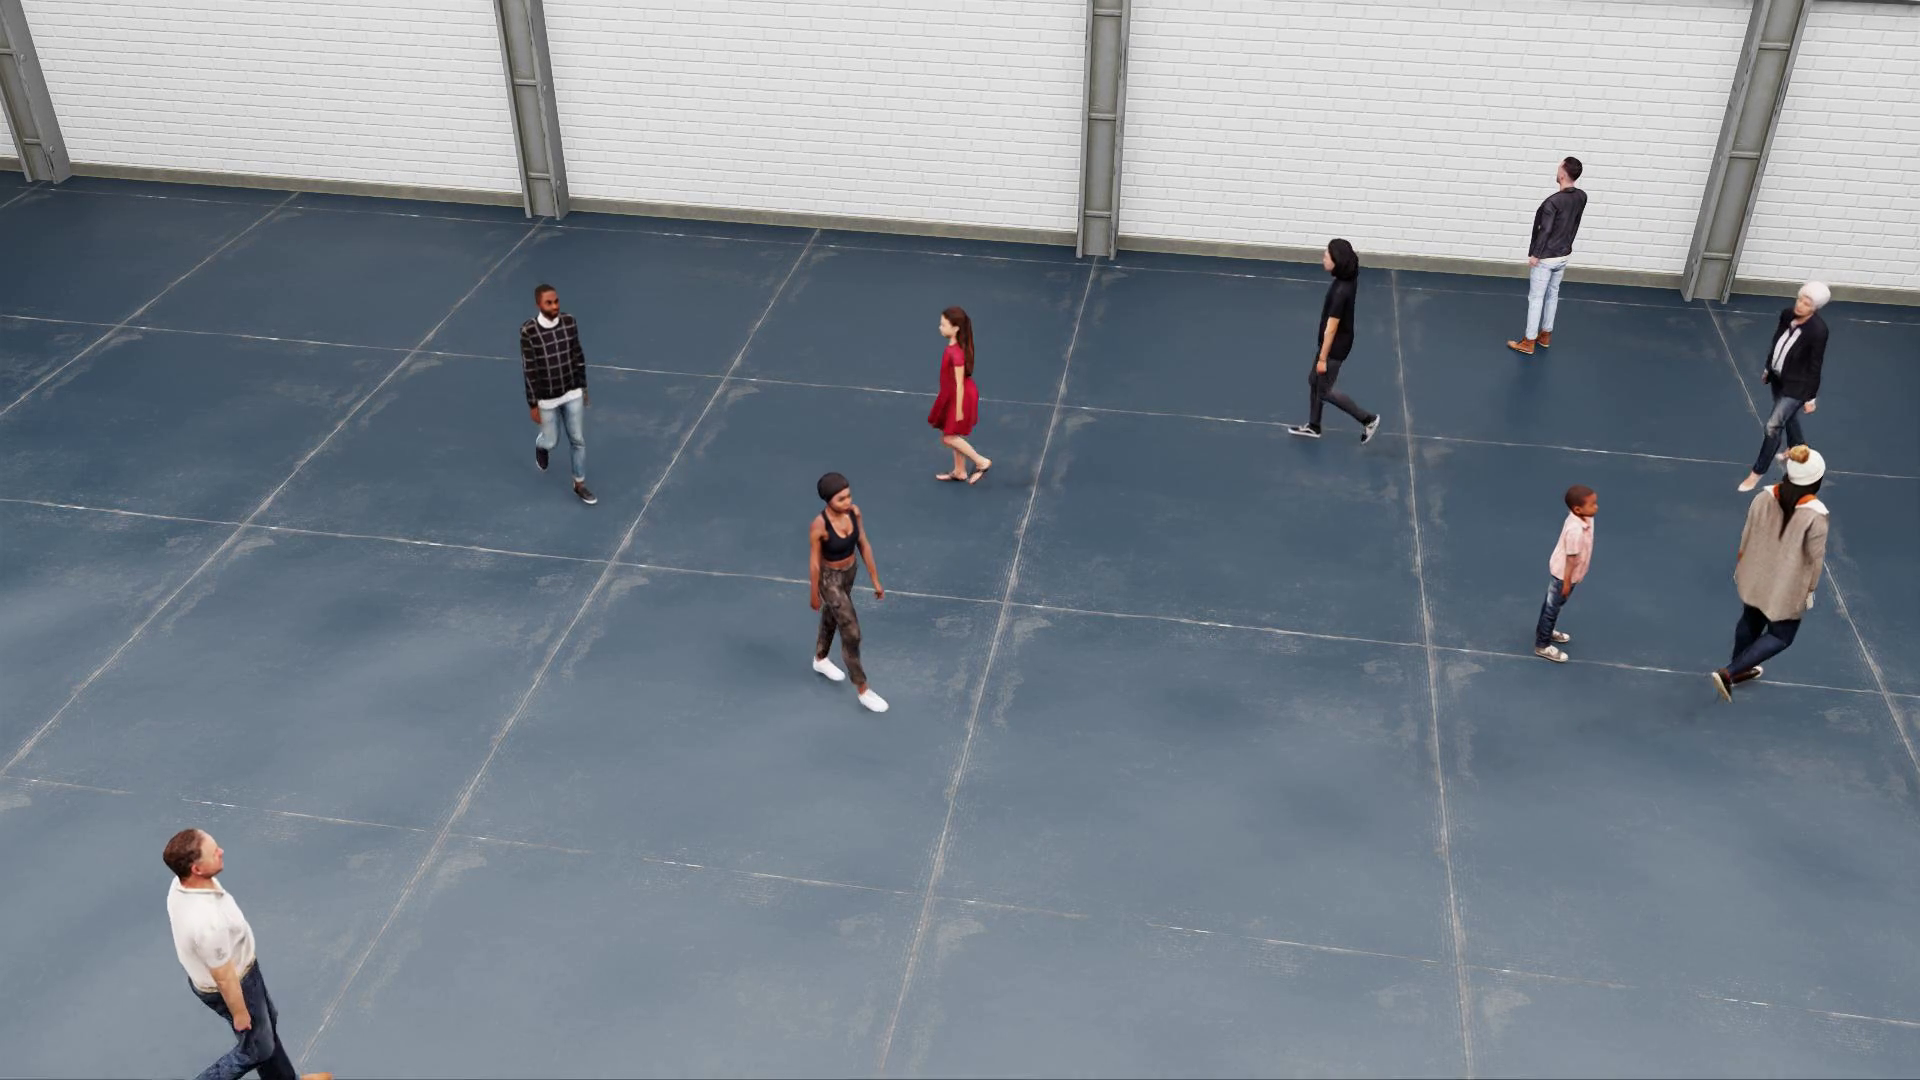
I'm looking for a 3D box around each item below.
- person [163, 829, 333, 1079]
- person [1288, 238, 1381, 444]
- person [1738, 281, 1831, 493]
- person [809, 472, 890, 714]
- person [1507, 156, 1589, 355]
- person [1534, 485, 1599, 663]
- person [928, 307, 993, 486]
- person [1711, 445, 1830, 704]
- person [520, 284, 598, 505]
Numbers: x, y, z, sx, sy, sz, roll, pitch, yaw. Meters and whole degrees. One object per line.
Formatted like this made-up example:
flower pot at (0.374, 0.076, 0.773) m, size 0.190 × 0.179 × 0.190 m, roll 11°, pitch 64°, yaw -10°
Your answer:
person at (-3.572, 2.135, 7.899) m, size 1.119 × 1.834 × 1.023 m, roll -18°, pitch 38°, yaw -25°
person at (3.121, -1.564, 13.493) m, size 0.981 × 1.802 × 0.696 m, roll 11°, pitch 35°, yaw 16°
person at (6.252, -1.195, 12.456) m, size 0.931 × 1.750 × 0.898 m, roll 0°, pitch 34°, yaw 0°
person at (-0.859, 0.256, 10.877) m, size 1.070 × 1.666 × 0.879 m, roll 24°, pitch 40°, yaw 31°
person at (5.326, -2.559, 14.958) m, size 0.722 × 1.837 × 0.788 m, roll -20°, pitch 39°, yaw -27°
person at (4.110, 0.197, 11.290) m, size 0.531 × 1.307 × 0.538 m, roll 12°, pitch 36°, yaw 18°
person at (0.058, -1.127, 13.068) m, size 0.777 × 1.543 × 0.629 m, roll -1°, pitch 34°, yaw -1°
person at (5.180, 0.250, 10.696) m, size 1.057 × 1.878 × 0.975 m, roll -16°, pitch 37°, yaw -22°
person at (-3.161, -1.166, 12.892) m, size 1.029 × 1.804 × 1.084 m, roll -21°, pitch 39°, yaw -29°
